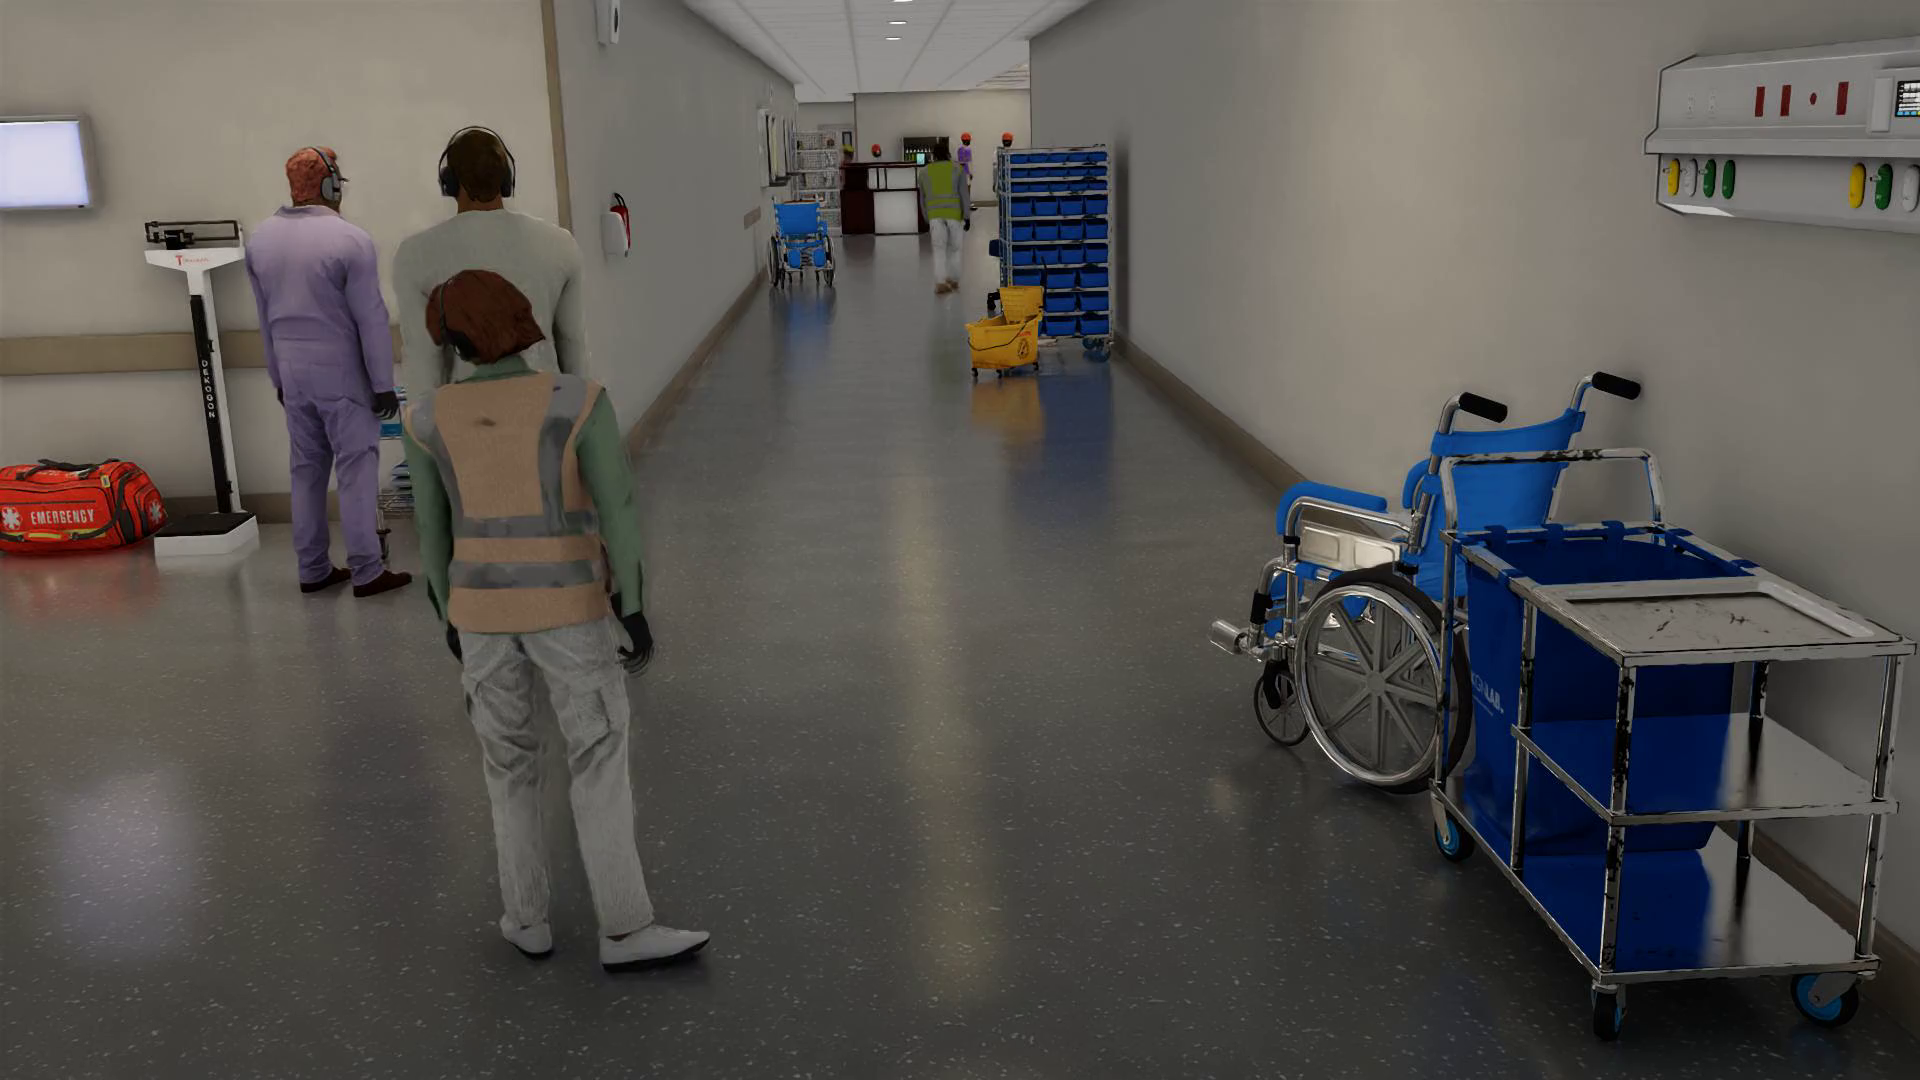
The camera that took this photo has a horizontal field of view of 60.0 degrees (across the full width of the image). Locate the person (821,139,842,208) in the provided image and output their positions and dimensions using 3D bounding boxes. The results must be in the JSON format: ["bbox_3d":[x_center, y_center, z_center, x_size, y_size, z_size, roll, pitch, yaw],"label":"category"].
[{"bbox_3d":[-3.415,-9.719,44.284,0.568,1.878,0.351,-13,18,-38],"label":"person"}]

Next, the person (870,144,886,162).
[{"bbox_3d":[-1.859,-8.407,39.019,0.453,1.721,0.600,1,14,12],"label":"person"}]

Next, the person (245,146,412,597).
[{"bbox_3d":[-2.659,-0.699,7.080,0.648,1.902,0.399,4,15,22],"label":"person"}]

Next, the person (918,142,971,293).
[{"bbox_3d":[-0.181,-3.931,20.303,0.643,1.795,0.903,0,14,6],"label":"person"}]

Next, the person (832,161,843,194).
[{"bbox_3d":[-3.904,-11.580,52.229,0.399,1.761,0.544,-11,16,-33],"label":"person"}]

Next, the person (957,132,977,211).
[{"bbox_3d":[0.169,-9.244,41.771,0.357,1.938,0.542,-9,16,-29],"label":"person"}]

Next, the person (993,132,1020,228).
[{"bbox_3d":[0.936,-7.094,32.932,0.560,1.894,0.855,-1,14,2],"label":"person"}]

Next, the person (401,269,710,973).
[{"bbox_3d":[-0.921,0.191,3.809,0.666,1.605,0.370,1,14,10],"label":"person"}]

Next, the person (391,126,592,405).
[{"bbox_3d":[-1.514,-0.371,5.504,0.627,1.940,0.372,-10,16,-31],"label":"person"}]
